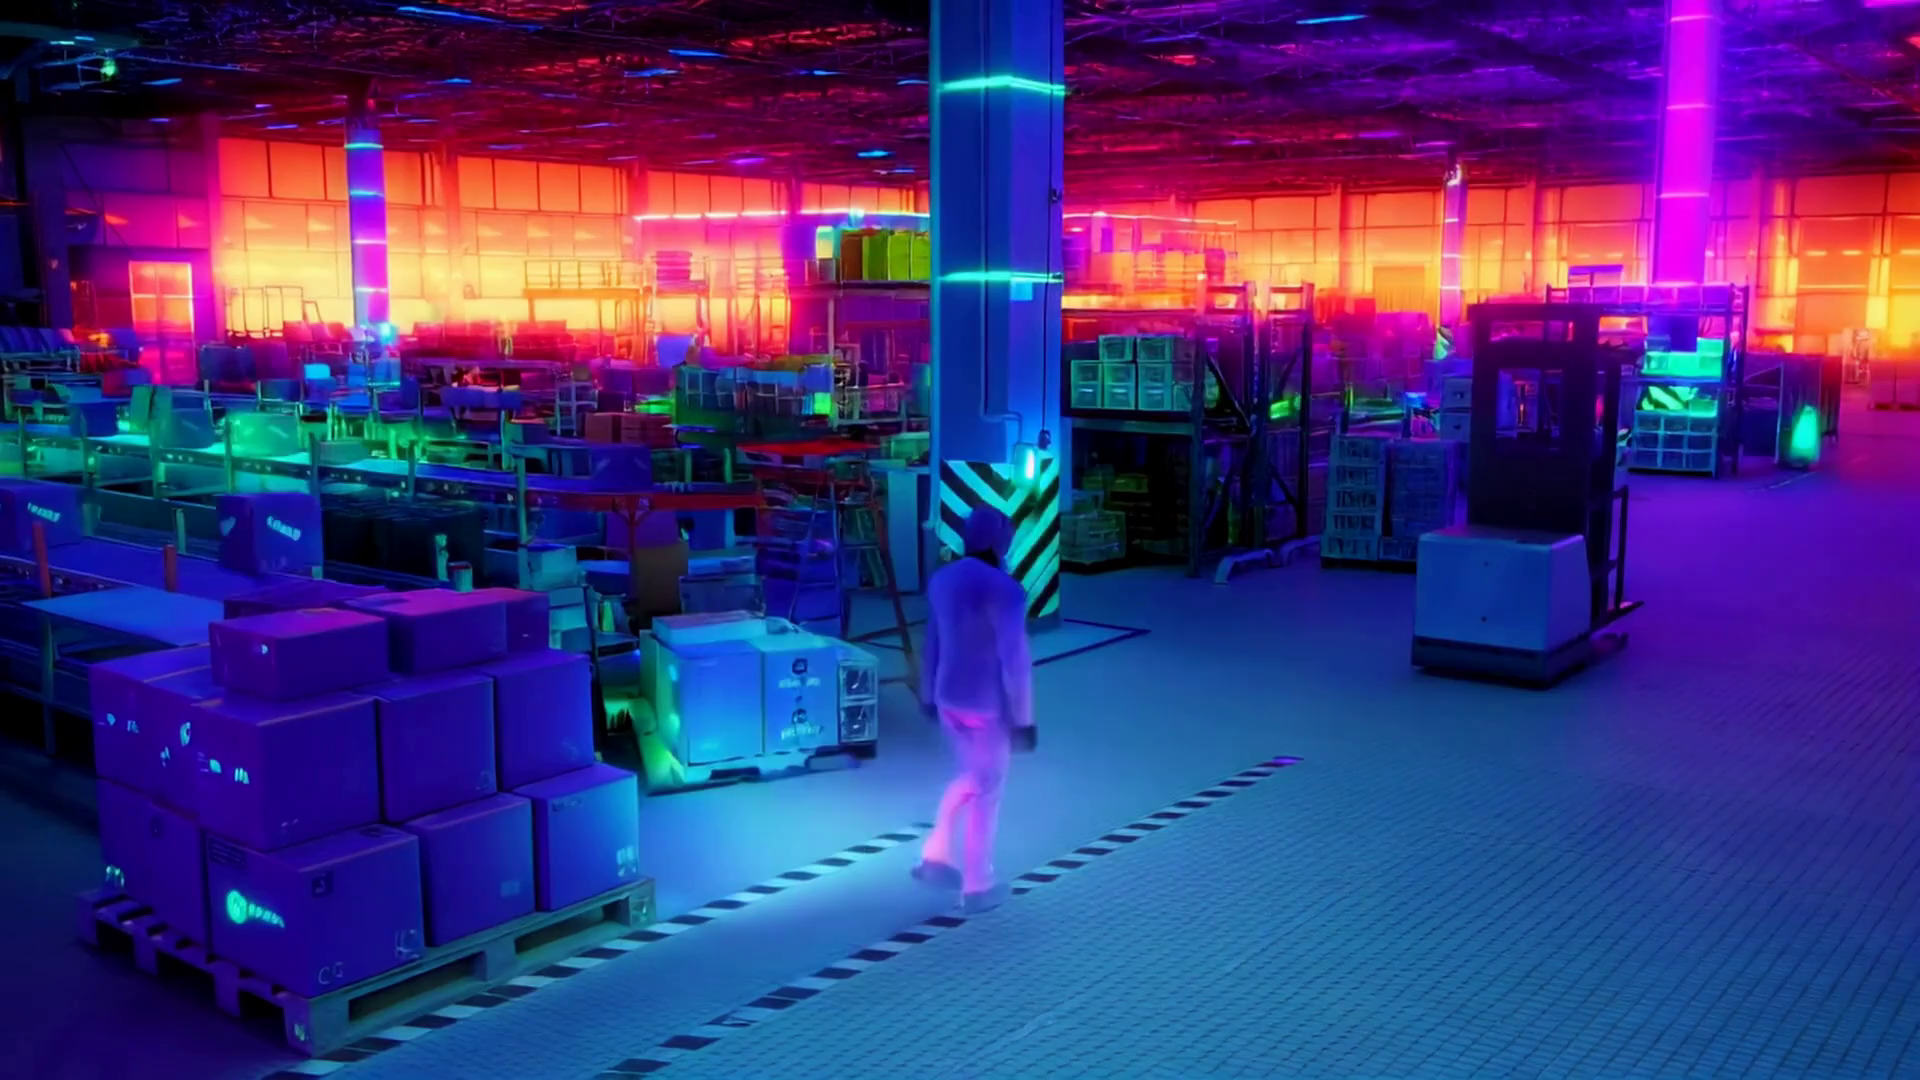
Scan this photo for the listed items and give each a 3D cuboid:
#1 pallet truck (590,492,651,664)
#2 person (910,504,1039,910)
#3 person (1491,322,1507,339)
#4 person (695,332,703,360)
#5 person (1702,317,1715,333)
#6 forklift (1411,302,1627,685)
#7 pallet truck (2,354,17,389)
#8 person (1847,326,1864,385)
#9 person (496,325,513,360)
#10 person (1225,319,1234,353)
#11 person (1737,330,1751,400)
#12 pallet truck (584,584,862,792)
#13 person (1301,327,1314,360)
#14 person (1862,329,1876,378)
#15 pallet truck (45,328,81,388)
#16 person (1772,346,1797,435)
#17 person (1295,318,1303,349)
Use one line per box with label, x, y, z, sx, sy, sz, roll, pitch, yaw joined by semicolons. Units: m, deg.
pallet truck;-3.115;0.344;12.883;0.653;1.274;1.630;7;11;37
person;0.077;0.786;7.828;0.433;1.917;0.670;-6;10;-35
person;16.025;-5.461;49.530;0.536;2.000;0.678;-7;11;-39
person;-10.202;-7.660;64.912;0.353;1.879;0.567;2;9;12
person;31.238;-8.370;69.557;0.619;1.928;0.724;-3;9;-19
forklift;4.379;-0.438;12.852;1.129;2.768;1.873;7;11;37
pallet truck;-24.881;-4.417;42.634;1.885;1.965;0.823;8;11;41
person;28.398;-5.835;52.679;0.328;1.861;0.506;-3;9;-20
person;-12.461;-4.856;45.445;0.608;2.044;0.370;6;10;34
person;10.794;-7.950;66.690;0.373;1.928;0.543;2;9;14
person;21.302;-4.779;45.381;0.386;1.915;0.573;2;9;13
pallet truck;-1.426;0.805;10.019;1.601;1.201;0.680;-4;9;-26
person;10.586;-5.612;50.699;0.393;1.995;0.612;1;9;9
person;31.234;-6.415;57.127;0.531;1.692;0.320;-4;9;-26
pallet truck;-23.775;-4.544;43.495;1.885;1.965;0.823;6;10;35
person;16.899;-3.065;34.134;0.598;1.817;0.536;-2;9;-15
person;15.972;-9.562;77.900;0.637;1.826;0.556;-2;9;-13
